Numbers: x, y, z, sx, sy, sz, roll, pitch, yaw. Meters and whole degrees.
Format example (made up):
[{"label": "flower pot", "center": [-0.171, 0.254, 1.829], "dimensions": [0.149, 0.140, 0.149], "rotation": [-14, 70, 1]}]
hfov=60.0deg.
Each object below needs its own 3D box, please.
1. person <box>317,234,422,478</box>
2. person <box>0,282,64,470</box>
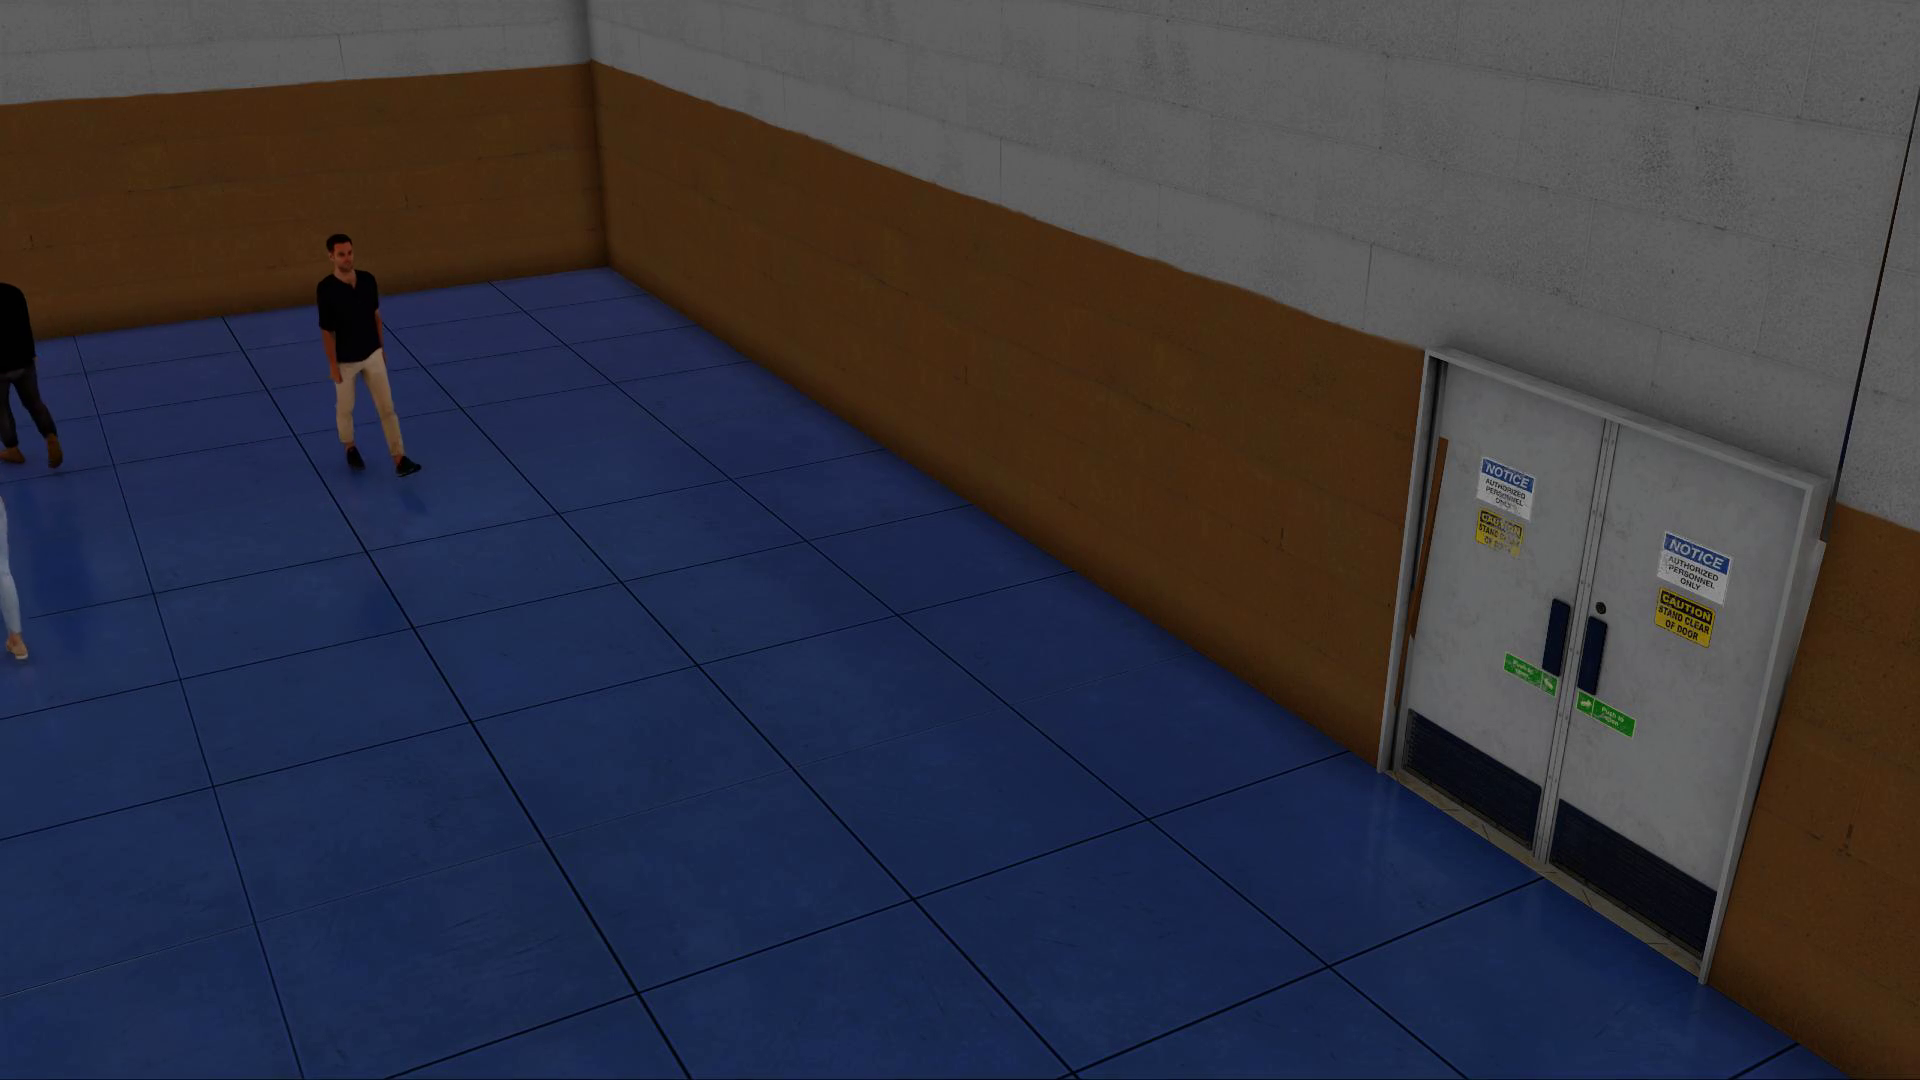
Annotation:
[{"label": "person", "center": [-4.505, -1.356, 12.284], "dimensions": [1.112, 1.814, 0.886], "rotation": [-21, 31, -39]}, {"label": "person", "center": [-7.089, -1.345, 12.425], "dimensions": [0.927, 1.707, 1.016], "rotation": [17, 29, 34]}]
